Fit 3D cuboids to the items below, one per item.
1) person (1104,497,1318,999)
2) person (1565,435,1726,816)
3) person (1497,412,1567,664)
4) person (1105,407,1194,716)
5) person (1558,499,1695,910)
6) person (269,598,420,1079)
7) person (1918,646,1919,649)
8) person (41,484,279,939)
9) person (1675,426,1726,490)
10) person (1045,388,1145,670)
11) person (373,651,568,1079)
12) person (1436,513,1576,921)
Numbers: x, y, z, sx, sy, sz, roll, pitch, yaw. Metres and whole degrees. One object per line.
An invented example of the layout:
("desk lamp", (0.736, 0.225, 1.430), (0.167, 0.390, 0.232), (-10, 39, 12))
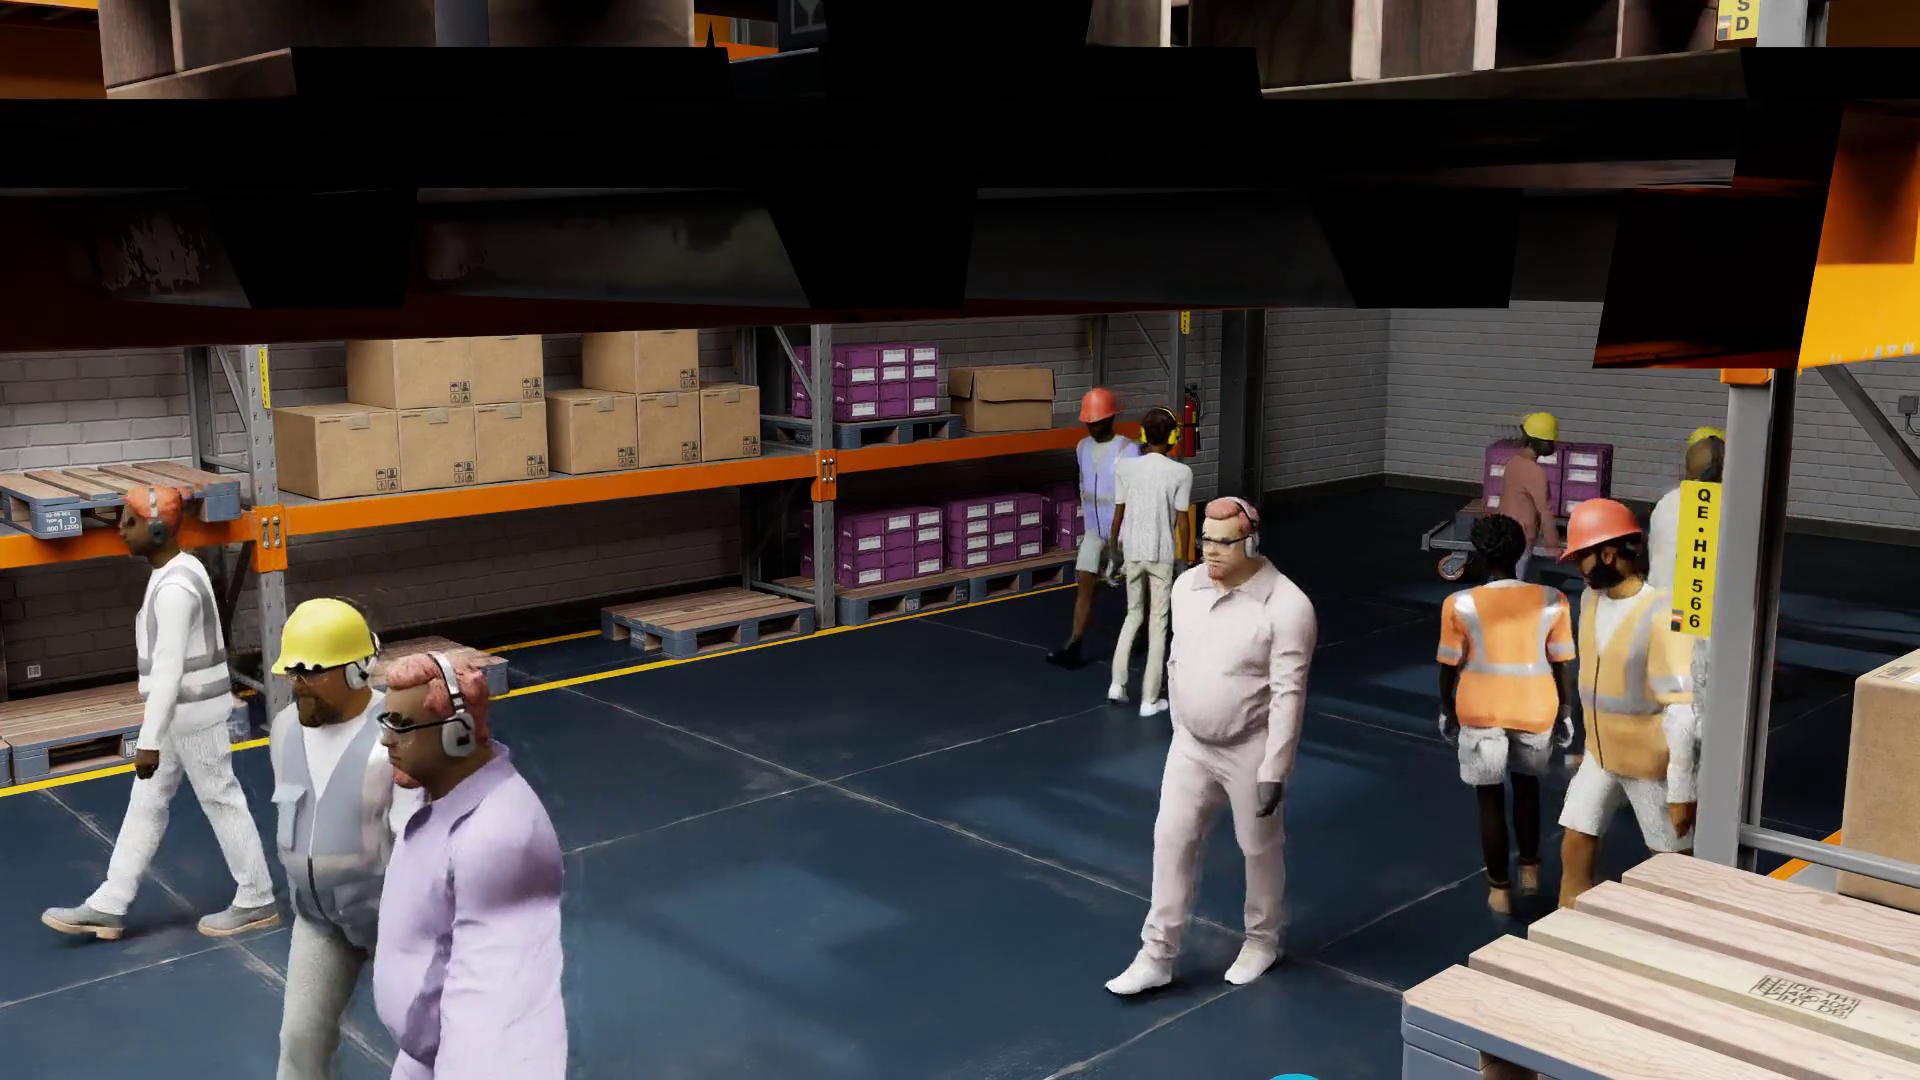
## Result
("person", (0.925, 0.779, 6.059), (0.886, 1.869, 0.664), (-10, 14, -44))
("person", (3.405, 0.439, 7.999), (0.858, 1.911, 0.633), (0, 10, 2))
("person", (3.742, 0.033, 10.841), (0.774, 1.731, 0.529), (0, 10, 1))
("person", (1.130, 0.131, 9.991), (0.536, 1.841, 0.431), (5, 11, 25))
("person", (2.350, 0.803, 5.942), (0.926, 1.861, 0.676), (-3, 10, -19))
("person", (-1.729, 1.060, 4.631), (0.613, 1.789, 0.876), (3, 10, 18))
("person", (7.039, -0.031, 11.443), (0.771, 1.662, 0.551), (-1, 10, -7))
("person", (-3.193, 0.712, 6.532), (0.924, 1.843, 0.611), (-5, 11, -27))
("person", (4.514, 0.179, 9.955), (0.665, 1.743, 0.530), (-6, 11, -30))
("person", (0.978, -0.072, 11.079), (0.570, 1.872, 1.017), (8, 13, 39))
("person", (-1.169, 1.182, 3.705), (0.824, 1.879, 0.662), (-7, 12, -34))
("person", (2.253, 0.724, 6.929), (0.556, 1.677, 0.494), (1, 10, 7))
